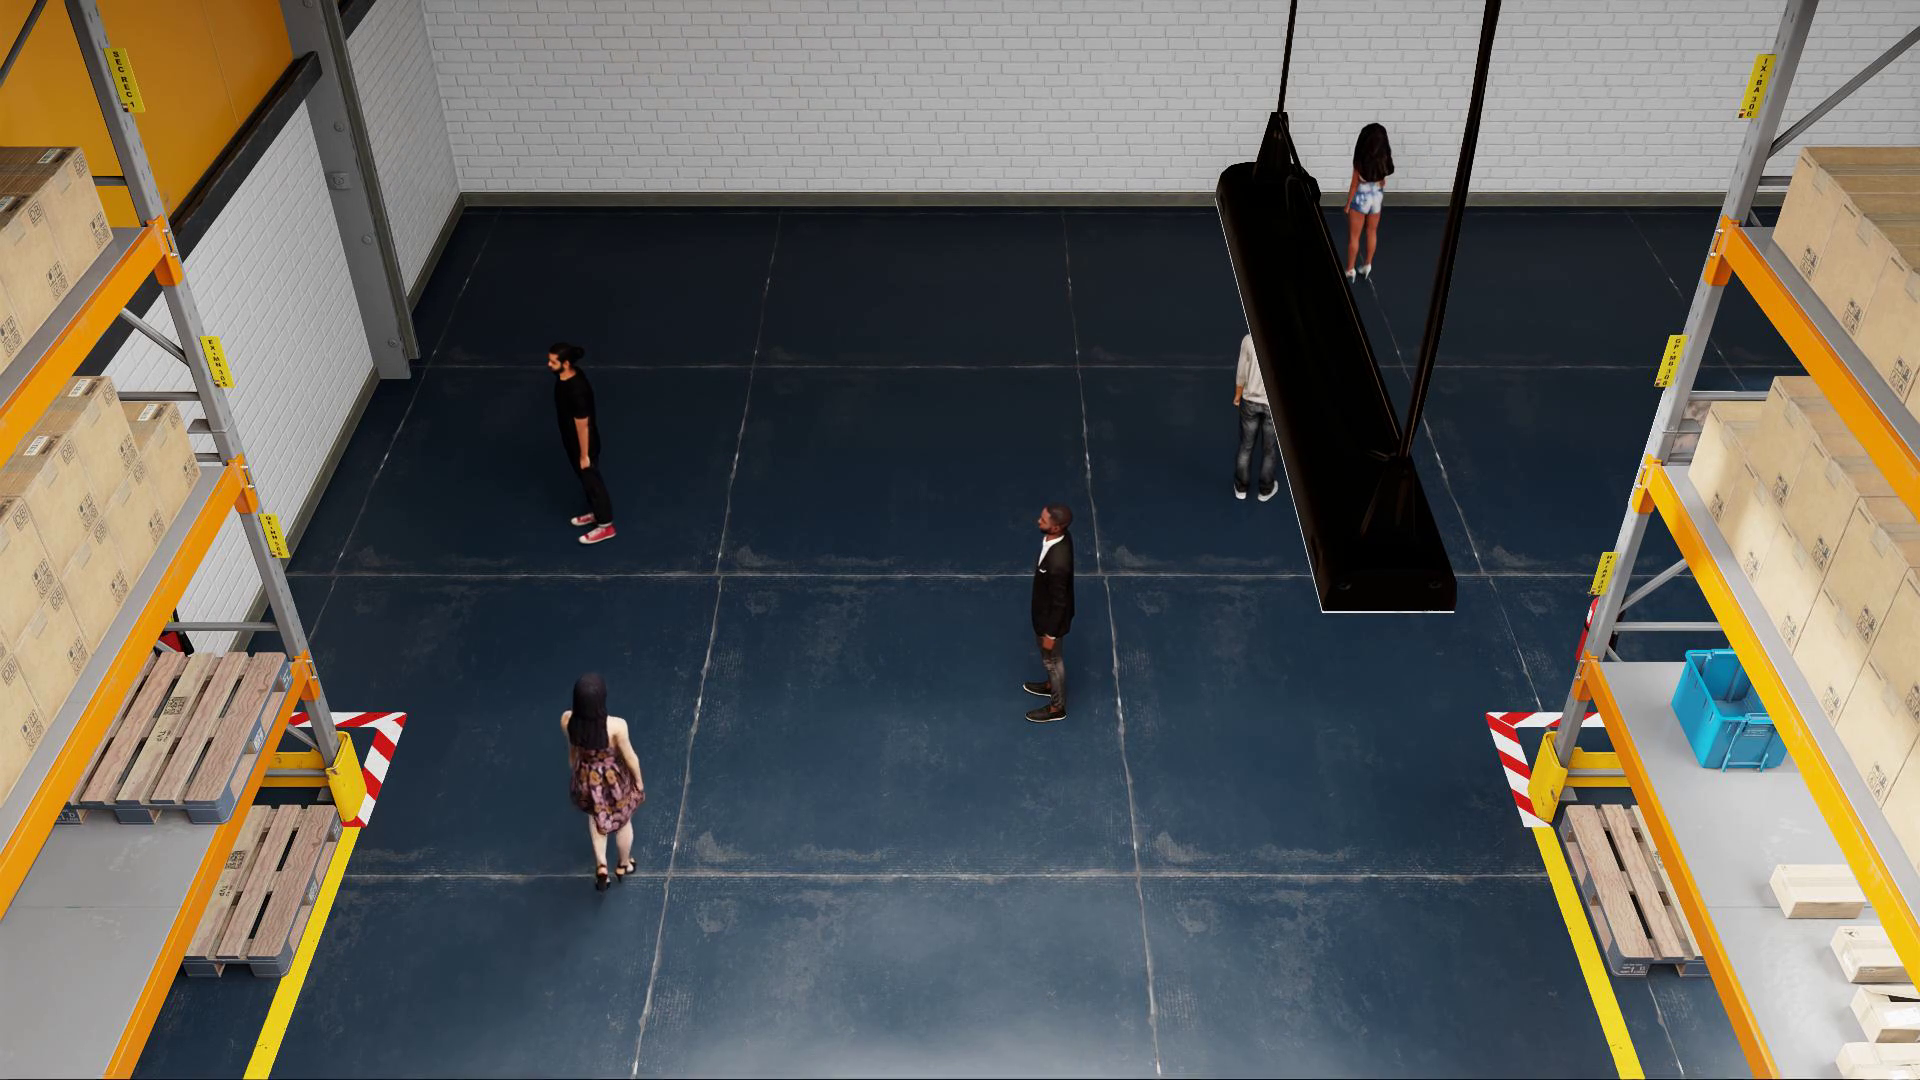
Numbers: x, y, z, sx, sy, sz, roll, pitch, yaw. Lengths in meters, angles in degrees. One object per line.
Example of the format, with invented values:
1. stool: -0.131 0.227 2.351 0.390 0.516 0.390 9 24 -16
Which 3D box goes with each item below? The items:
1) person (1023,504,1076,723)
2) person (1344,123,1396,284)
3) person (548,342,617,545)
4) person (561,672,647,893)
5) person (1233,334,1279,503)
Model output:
1. person: 0.624 0.483 11.278 0.712 1.800 0.461 0 39 0
2. person: 3.925 -3.256 16.100 0.650 1.623 0.672 -14 41 -17
3. person: -2.927 -0.775 12.887 0.758 1.757 0.633 -18 42 -21
4. person: -2.158 1.524 10.002 0.700 1.764 0.817 5 39 6
5. person: 2.423 -1.104 13.256 0.715 1.811 0.665 12 40 14
